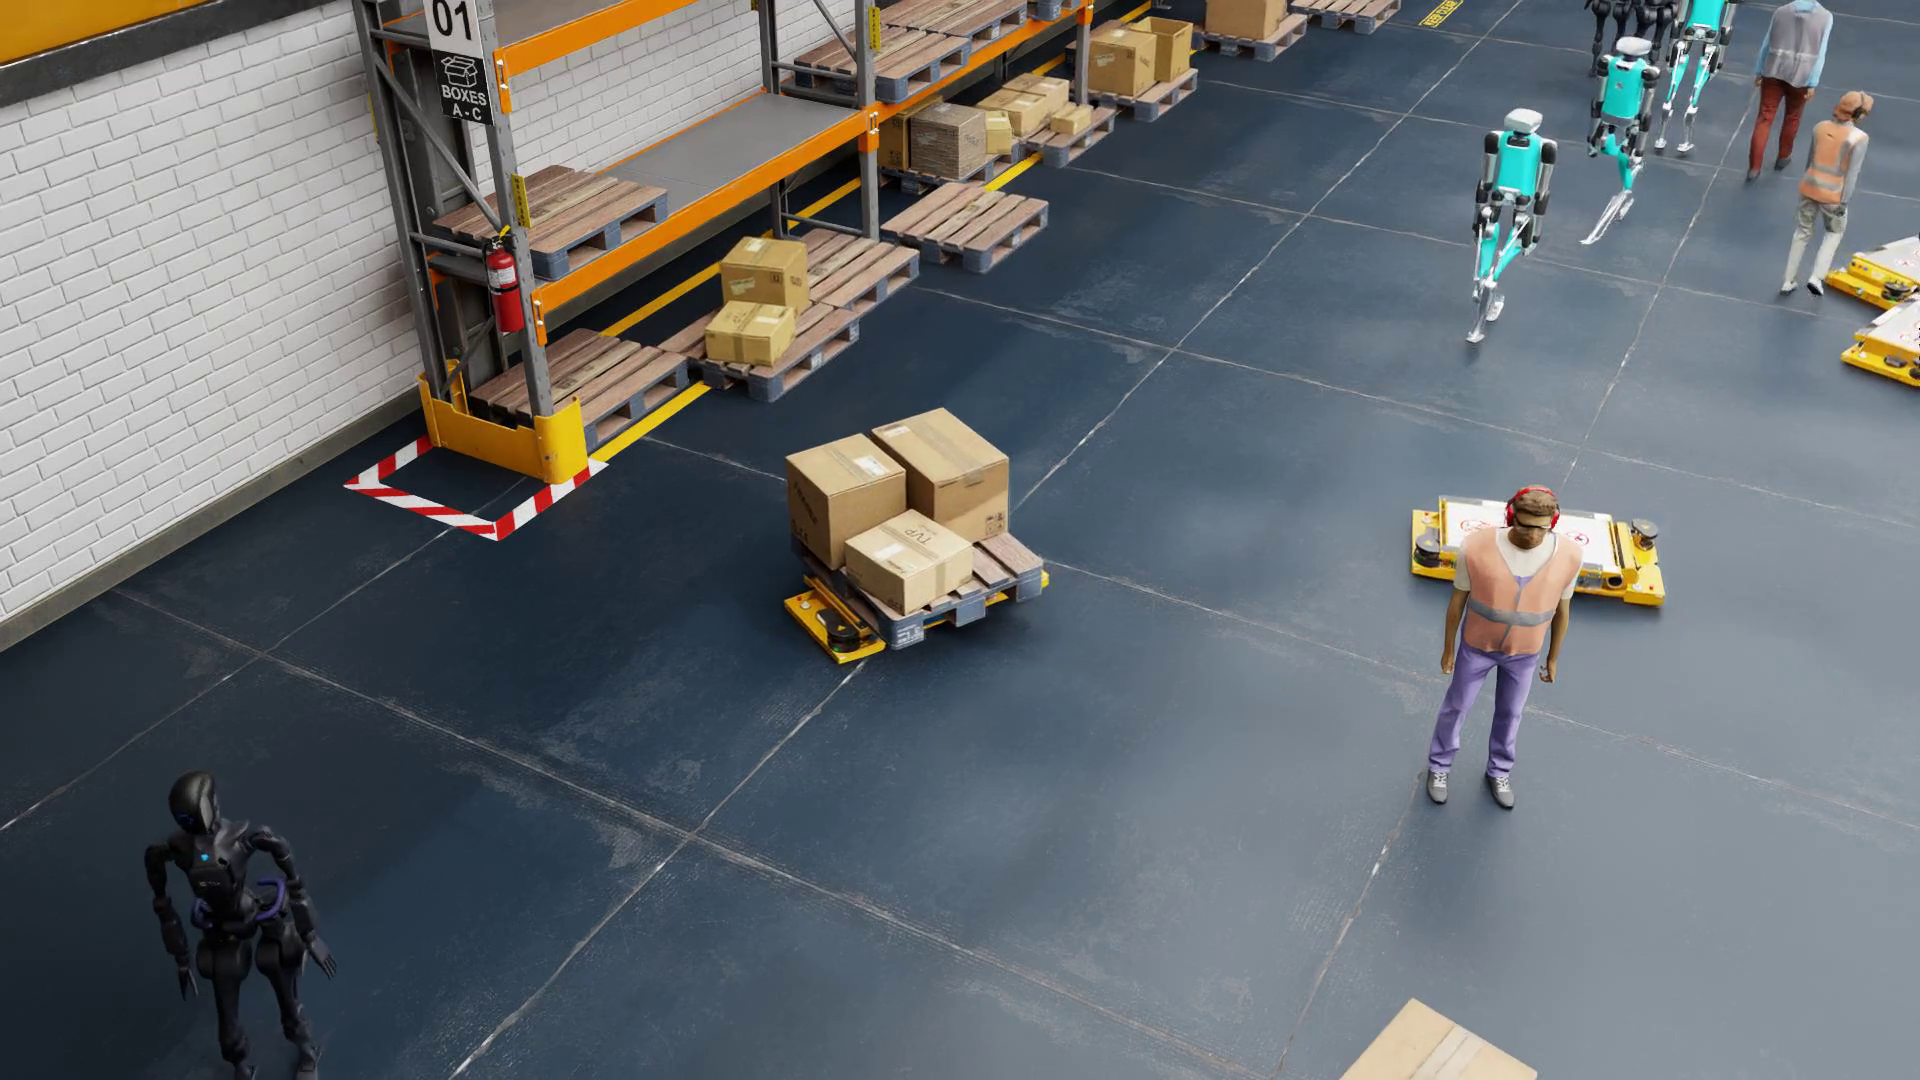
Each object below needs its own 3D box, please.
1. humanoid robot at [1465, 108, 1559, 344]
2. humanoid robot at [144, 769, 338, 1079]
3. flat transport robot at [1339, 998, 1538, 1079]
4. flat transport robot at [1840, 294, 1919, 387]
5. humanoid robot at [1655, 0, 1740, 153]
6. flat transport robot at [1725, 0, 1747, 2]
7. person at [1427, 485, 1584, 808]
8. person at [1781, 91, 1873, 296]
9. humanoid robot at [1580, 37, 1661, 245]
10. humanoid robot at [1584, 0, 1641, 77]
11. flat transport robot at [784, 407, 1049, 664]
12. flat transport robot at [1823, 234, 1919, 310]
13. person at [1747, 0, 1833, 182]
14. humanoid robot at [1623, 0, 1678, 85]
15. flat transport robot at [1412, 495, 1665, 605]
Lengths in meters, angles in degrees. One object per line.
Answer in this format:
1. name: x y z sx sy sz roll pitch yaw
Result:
1. humanoid robot: 3.943 -2.230 12.242 0.555 1.762 1.073 22 39 30
2. humanoid robot: -2.766 1.583 6.477 0.600 1.655 0.390 -6 34 -8
3. flat transport robot: 1.690 2.754 5.982 0.659 0.231 1.431 27 42 34
4. flat transport robot: 7.244 -1.516 12.441 1.431 0.231 0.659 -26 42 -34
5. humanoid robot: 6.807 -4.455 15.473 0.530 1.696 0.740 17 37 24
6. flat transport robot: 9.178 -6.963 20.683 0.659 0.231 1.431 -5 34 -7
7. person: 2.590 0.498 7.978 0.559 1.836 0.390 4 34 6
8. person: 6.747 -2.700 13.006 0.428 1.611 0.519 -19 38 -26
9. humanoid robot: 5.685 -3.415 14.008 0.970 1.767 0.539 -25 41 -33
10. humanoid robot: 6.885 -5.705 17.504 0.590 1.653 0.355 20 38 27
11. flat transport robot: -0.248 0.271 9.738 1.431 0.231 0.659 -20 38 -27
12. flat transport robot: 7.757 -2.180 13.447 1.431 0.231 0.659 -17 37 -23
13. person: 7.535 -4.243 15.126 0.557 1.847 0.818 19 38 26
14. humanoid robot: 7.262 -5.551 17.294 0.598 1.662 0.393 -7 34 -11
15. flat transport robot: 3.478 0.055 10.065 1.431 0.231 0.659 7 34 11
